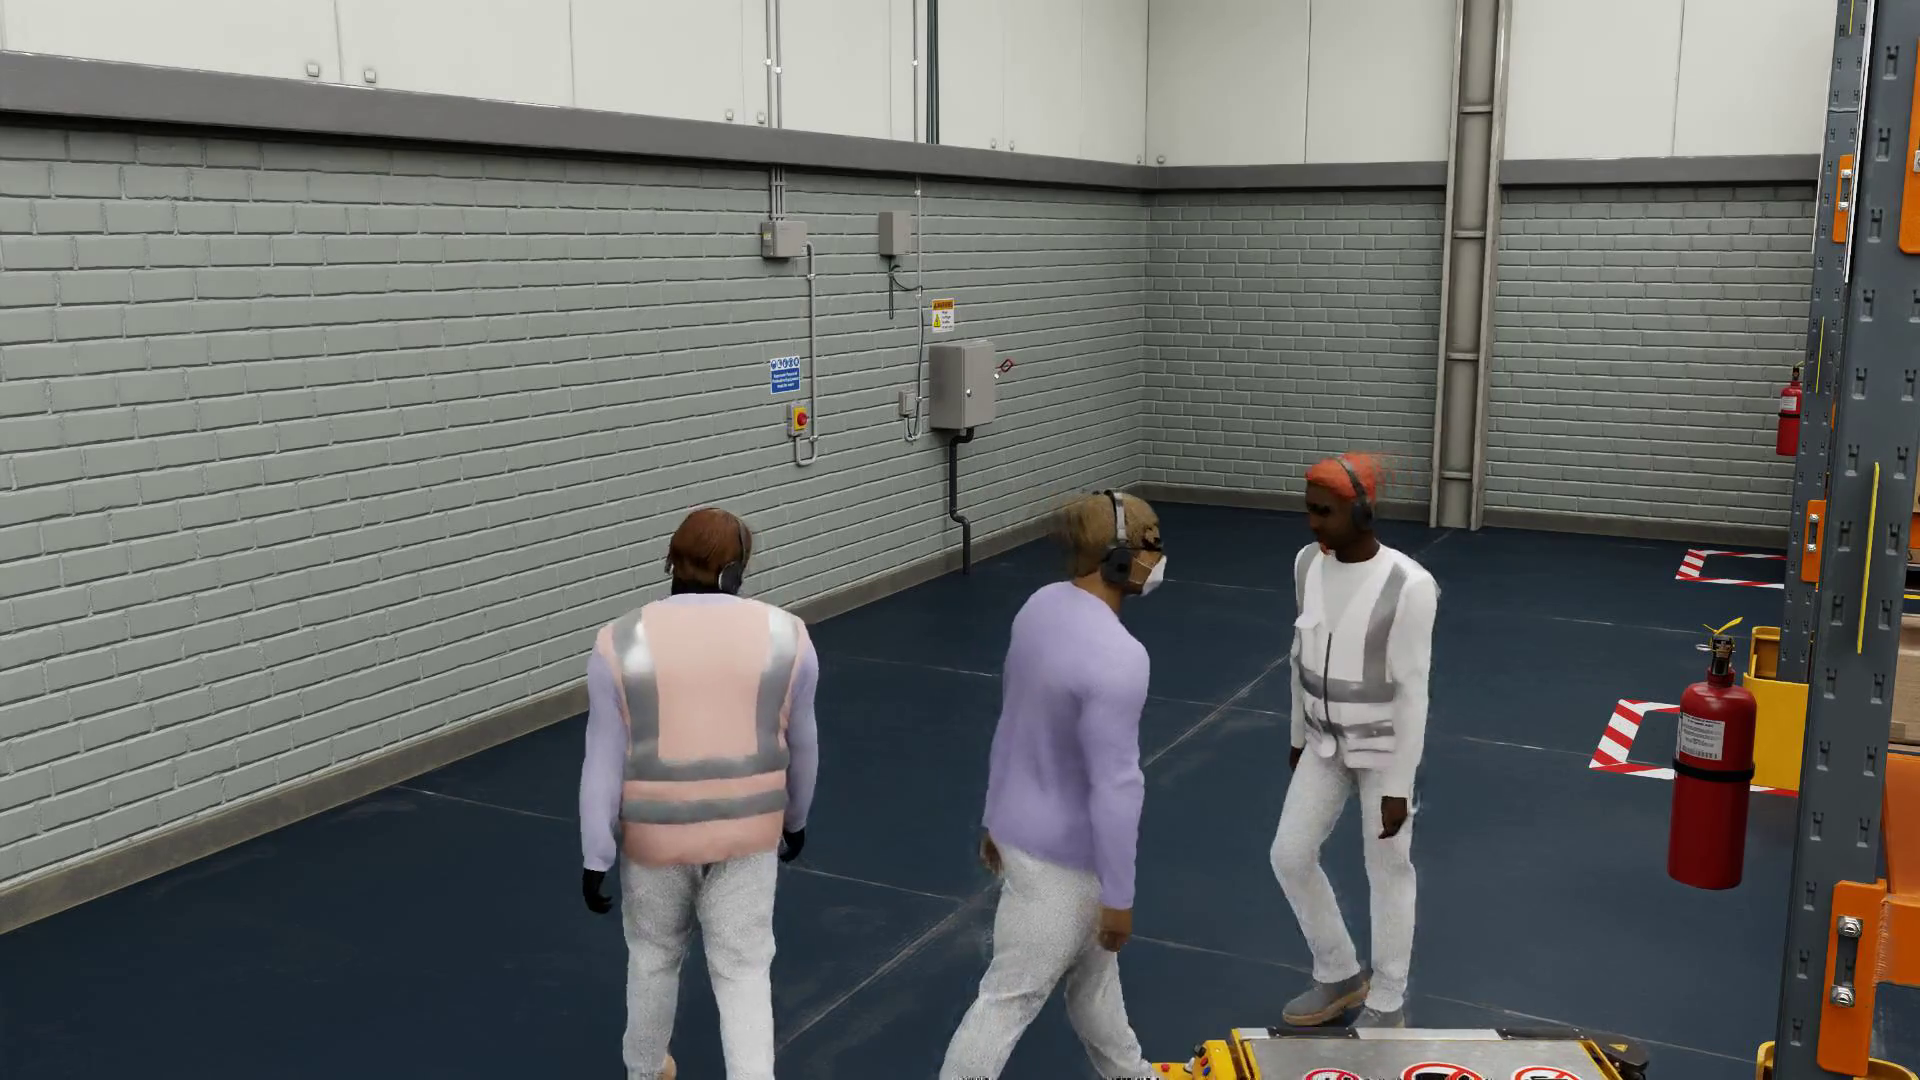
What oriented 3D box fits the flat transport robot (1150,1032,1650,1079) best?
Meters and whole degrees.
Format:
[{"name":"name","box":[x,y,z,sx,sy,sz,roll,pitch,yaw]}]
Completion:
[{"name":"flat transport robot","box":[1.234,1.568,4.523,1.431,0.197,0.652,0,10,1]}]

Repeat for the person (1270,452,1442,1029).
[{"name":"person","box":[1.209,0.658,5.112,0.469,1.868,0.614,-7,12,-34]}]

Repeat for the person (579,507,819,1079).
[{"name":"person","box":[-0.694,0.819,4.536,0.645,1.804,0.820,-3,11,-15]}]

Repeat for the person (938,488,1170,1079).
[{"name":"person","box":[0.297,0.800,4.354,0.960,1.878,0.643,-3,11,-14]}]
